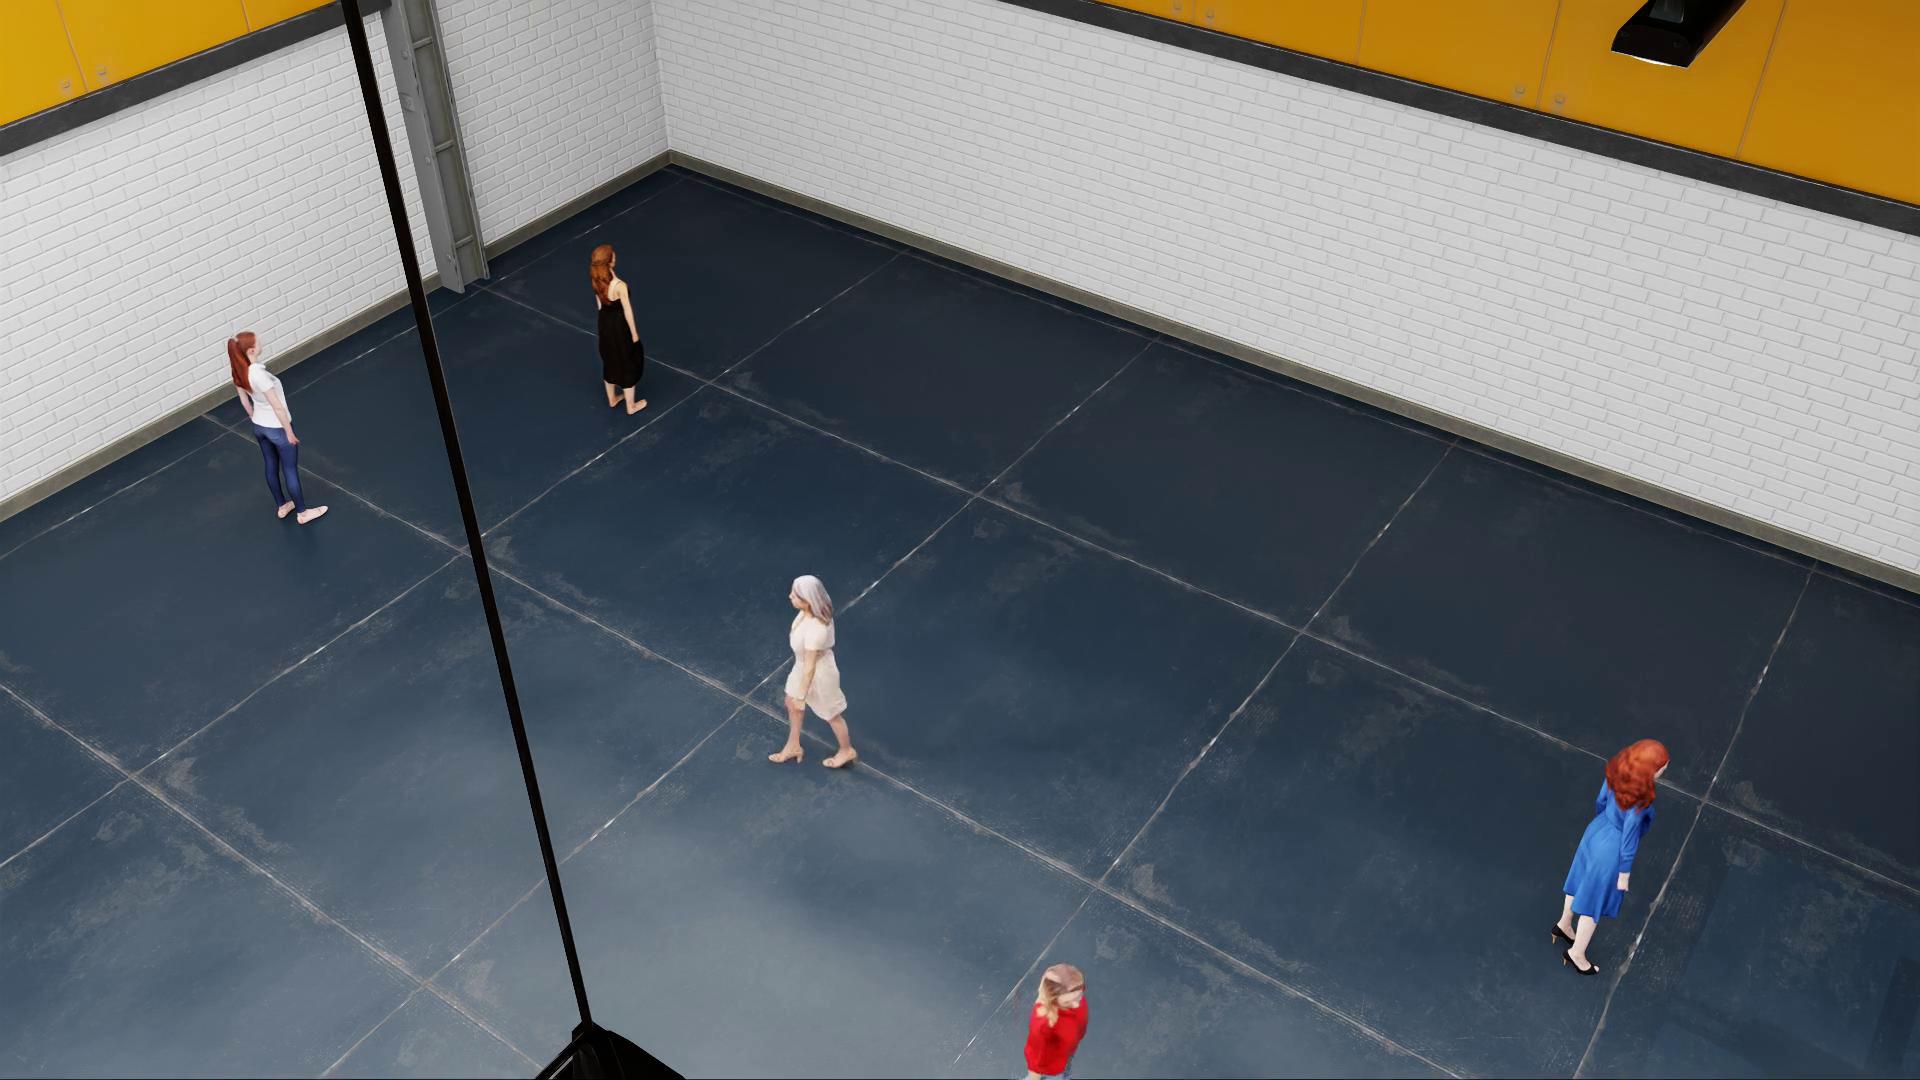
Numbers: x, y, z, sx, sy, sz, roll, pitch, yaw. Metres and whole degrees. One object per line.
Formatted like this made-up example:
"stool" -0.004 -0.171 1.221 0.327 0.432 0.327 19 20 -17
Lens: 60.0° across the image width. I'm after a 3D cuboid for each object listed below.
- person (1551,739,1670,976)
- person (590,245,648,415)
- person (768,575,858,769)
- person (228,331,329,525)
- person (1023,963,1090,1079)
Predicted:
"person" 3.783 1.843 9.740 0.773 1.826 0.687 0 39 0
"person" -3.007 -1.836 14.508 0.557 1.623 0.566 26 46 29
"person" -0.844 0.912 10.995 0.949 1.715 0.907 -3 39 -4
"person" -5.488 -0.891 13.232 0.580 1.739 0.552 19 42 22
"person" 0.473 2.705 8.783 0.738 1.674 0.688 17 42 20
